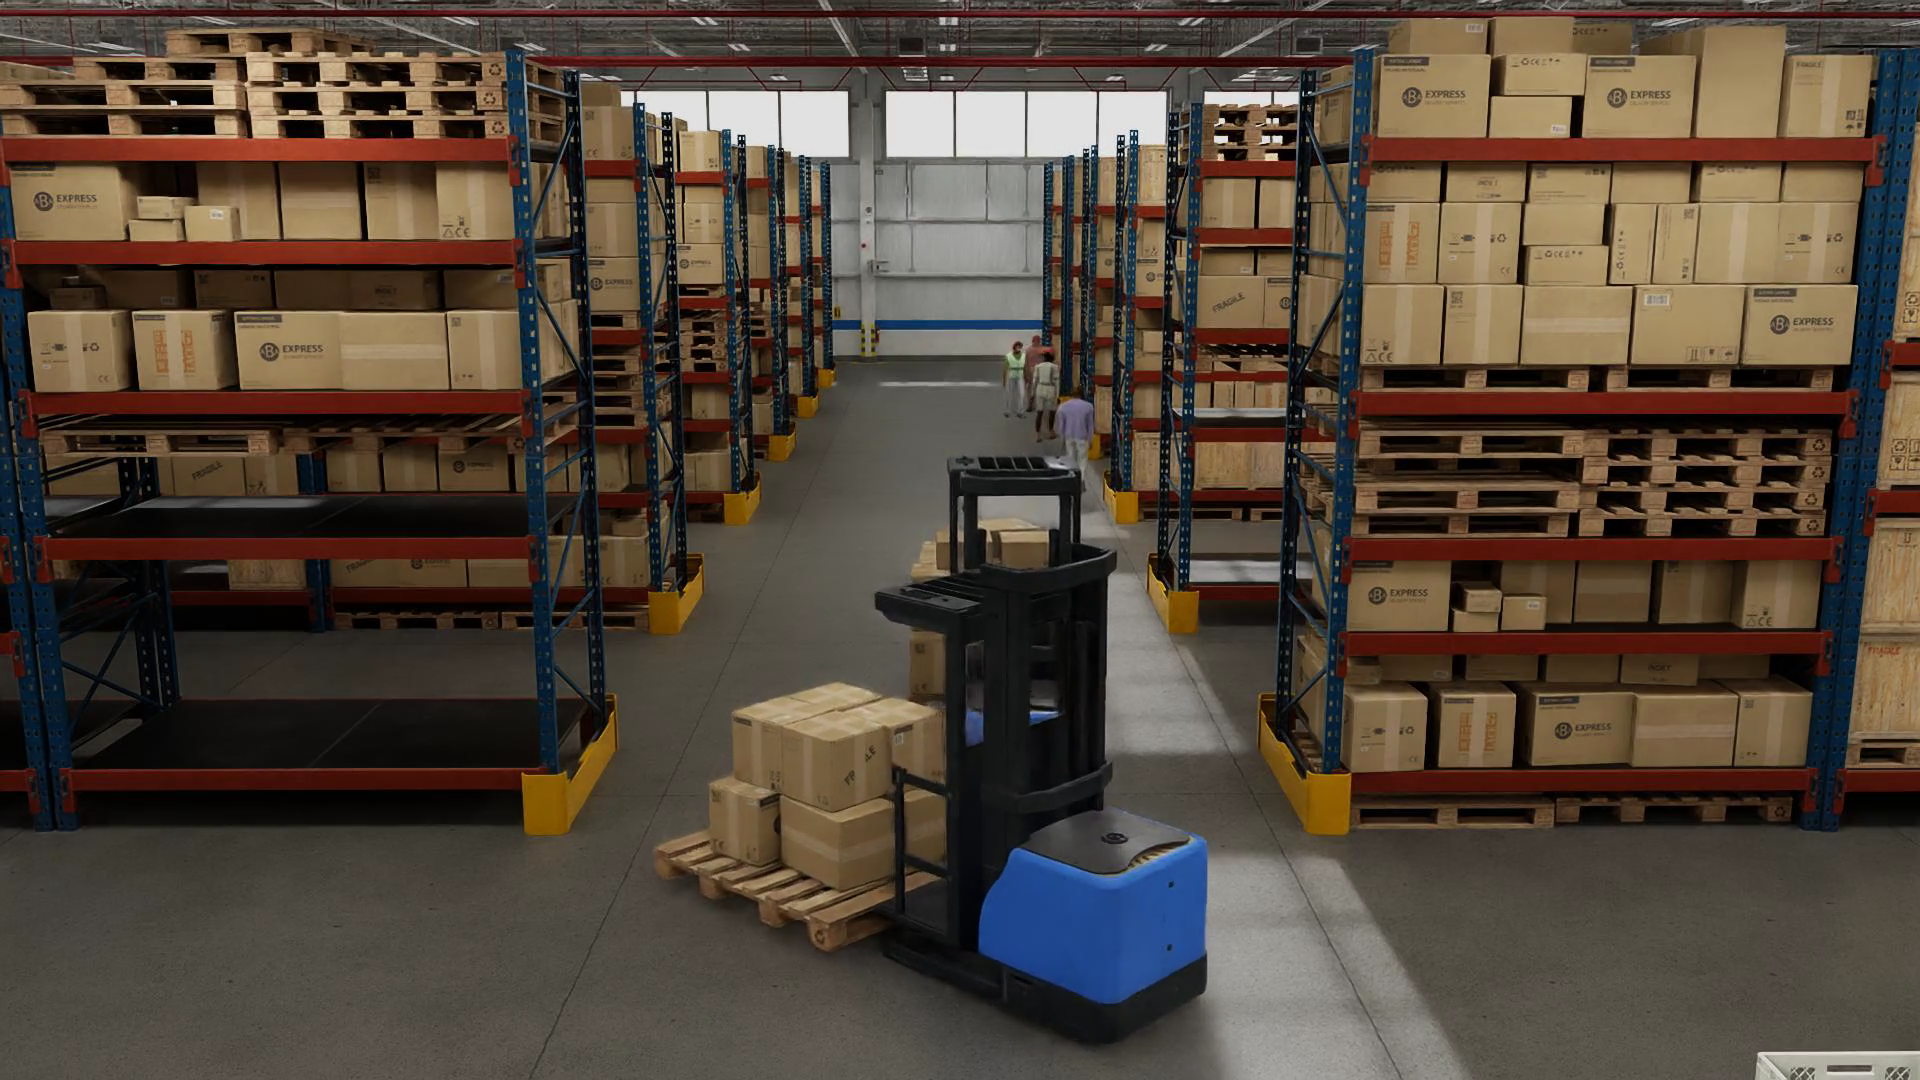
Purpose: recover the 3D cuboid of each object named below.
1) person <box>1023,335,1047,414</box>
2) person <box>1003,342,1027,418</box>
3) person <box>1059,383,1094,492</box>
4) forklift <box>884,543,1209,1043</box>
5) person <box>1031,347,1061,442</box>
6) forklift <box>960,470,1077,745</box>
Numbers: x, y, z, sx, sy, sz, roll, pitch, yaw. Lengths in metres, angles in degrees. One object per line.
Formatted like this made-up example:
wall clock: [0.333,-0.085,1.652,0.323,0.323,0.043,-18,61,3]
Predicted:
person: [1.821,-3.999,40.025,0.671,1.871,0.848,-1,11,-5]
person: [1.315,-3.745,38.946,0.706,1.791,0.846,-6,13,-28]
person: [2.020,-1.752,28.792,0.625,1.918,0.466,3,12,13]
forklift: [0.560,1.455,10.486,1.873,2.768,1.129,11,16,43]
person: [1.840,-3.079,35.158,0.762,1.984,0.984,6,13,29]
forklift: [0.467,0.816,13.657,1.129,2.768,1.873,0,11,-2]
